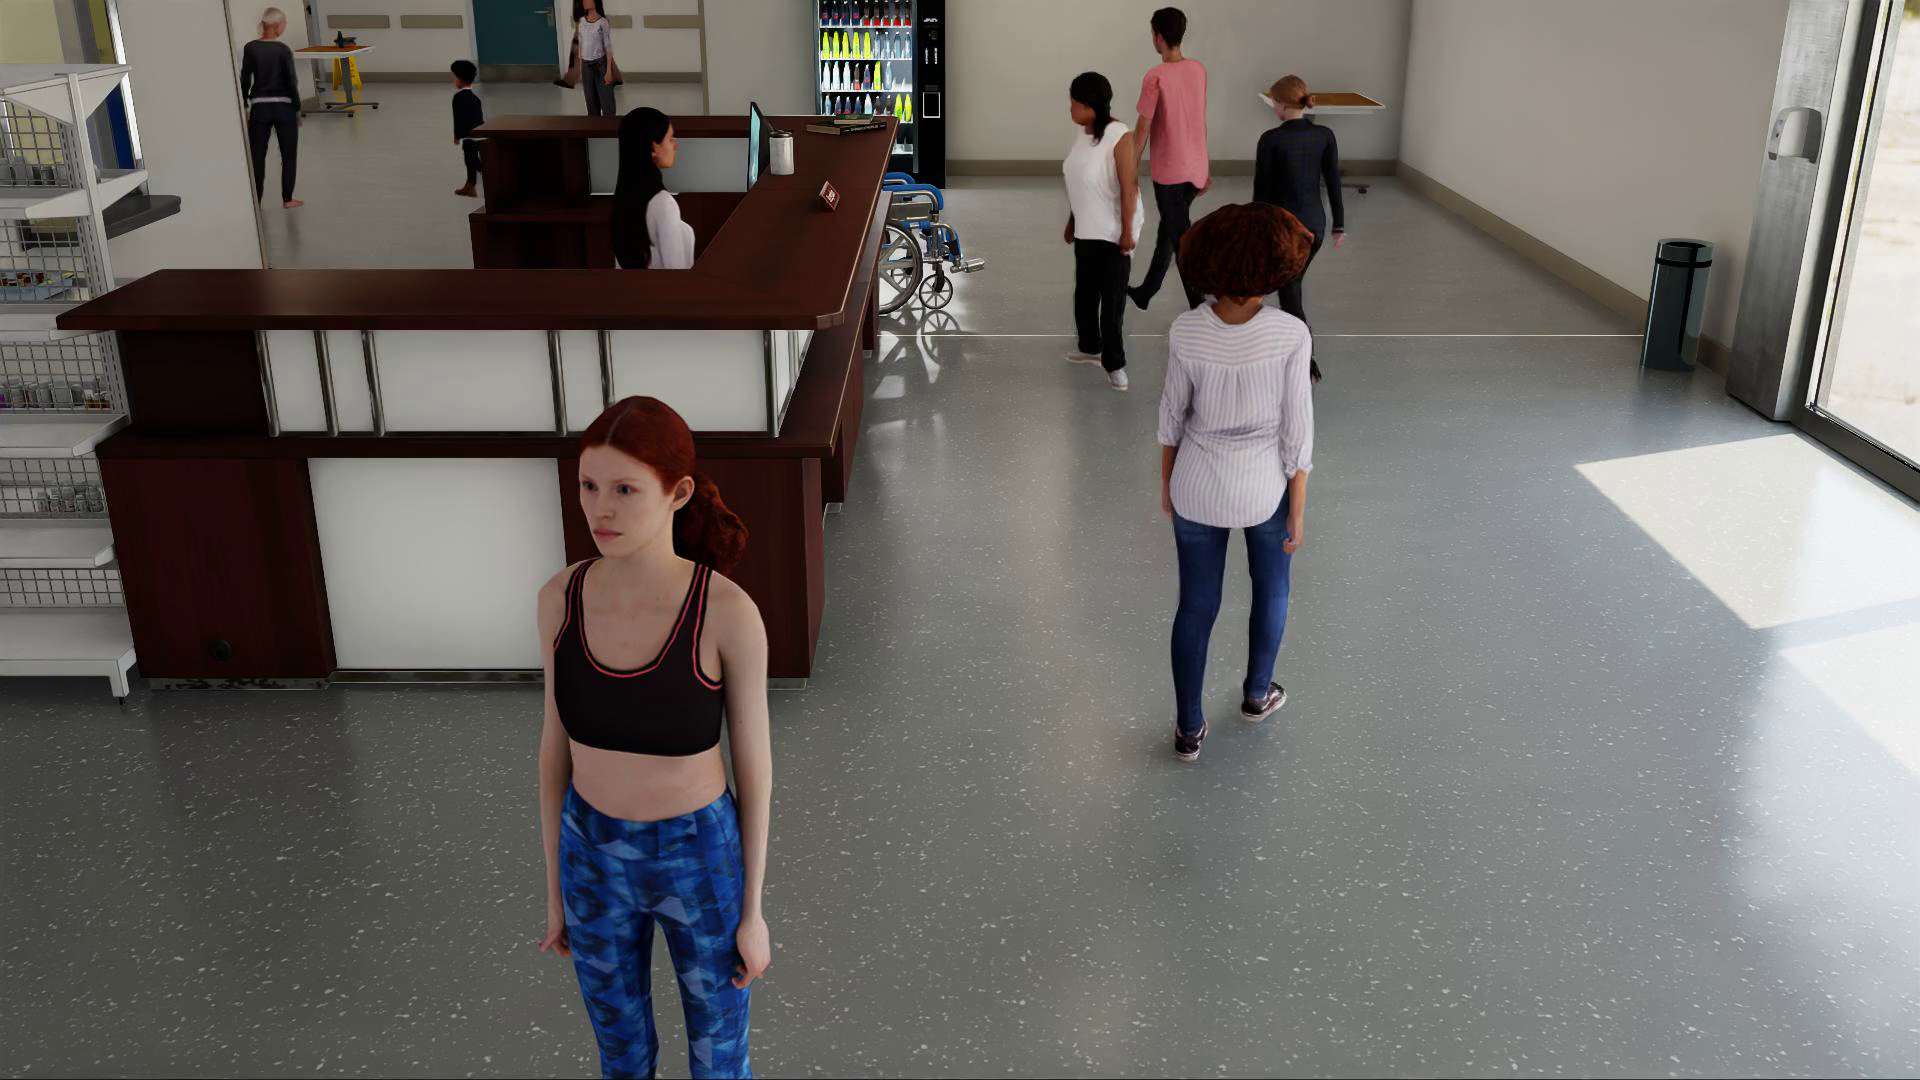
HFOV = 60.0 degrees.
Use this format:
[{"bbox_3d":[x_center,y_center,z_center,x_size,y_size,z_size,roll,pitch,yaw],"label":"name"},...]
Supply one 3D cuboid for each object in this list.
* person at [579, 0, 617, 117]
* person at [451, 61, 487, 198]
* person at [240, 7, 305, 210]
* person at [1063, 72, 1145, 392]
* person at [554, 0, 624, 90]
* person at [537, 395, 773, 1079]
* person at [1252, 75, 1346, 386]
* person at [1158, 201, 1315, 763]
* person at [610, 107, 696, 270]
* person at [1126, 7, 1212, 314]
[{"bbox_3d":[-3.883,-5.018,17.817,0.635,1.732,0.741,12,24,29],"label":"person"},{"bbox_3d":[-4.338,-3.655,14.903,0.861,1.208,0.645,5,21,12],"label":"person"},{"bbox_3d":[-6.056,-3.752,14.530,0.635,1.693,0.898,-9,23,-23],"label":"person"},{"bbox_3d":[0.816,-1.699,9.136,0.821,1.673,0.979,-13,24,-30],"label":"person"},{"bbox_3d":[-5.295,-7.425,24.091,1.223,1.789,0.752,-2,21,-5],"label":"person"},{"bbox_3d":[-0.513,0.622,2.854,0.590,1.784,0.690,5,21,13],"label":"person"},{"bbox_3d":[1.811,-1.596,8.902,0.998,1.647,0.887,-4,21,-10],"label":"person"},{"bbox_3d":[0.792,-0.128,4.958,0.827,1.696,0.856,7,22,18],"label":"person"},{"bbox_3d":[-1.181,-0.746,6.432,0.707,1.807,0.683,-15,25,-34],"label":"person"},{"bbox_3d":[1.371,-2.167,10.023,1.168,1.921,1.152,-14,25,-33],"label":"person"}]
